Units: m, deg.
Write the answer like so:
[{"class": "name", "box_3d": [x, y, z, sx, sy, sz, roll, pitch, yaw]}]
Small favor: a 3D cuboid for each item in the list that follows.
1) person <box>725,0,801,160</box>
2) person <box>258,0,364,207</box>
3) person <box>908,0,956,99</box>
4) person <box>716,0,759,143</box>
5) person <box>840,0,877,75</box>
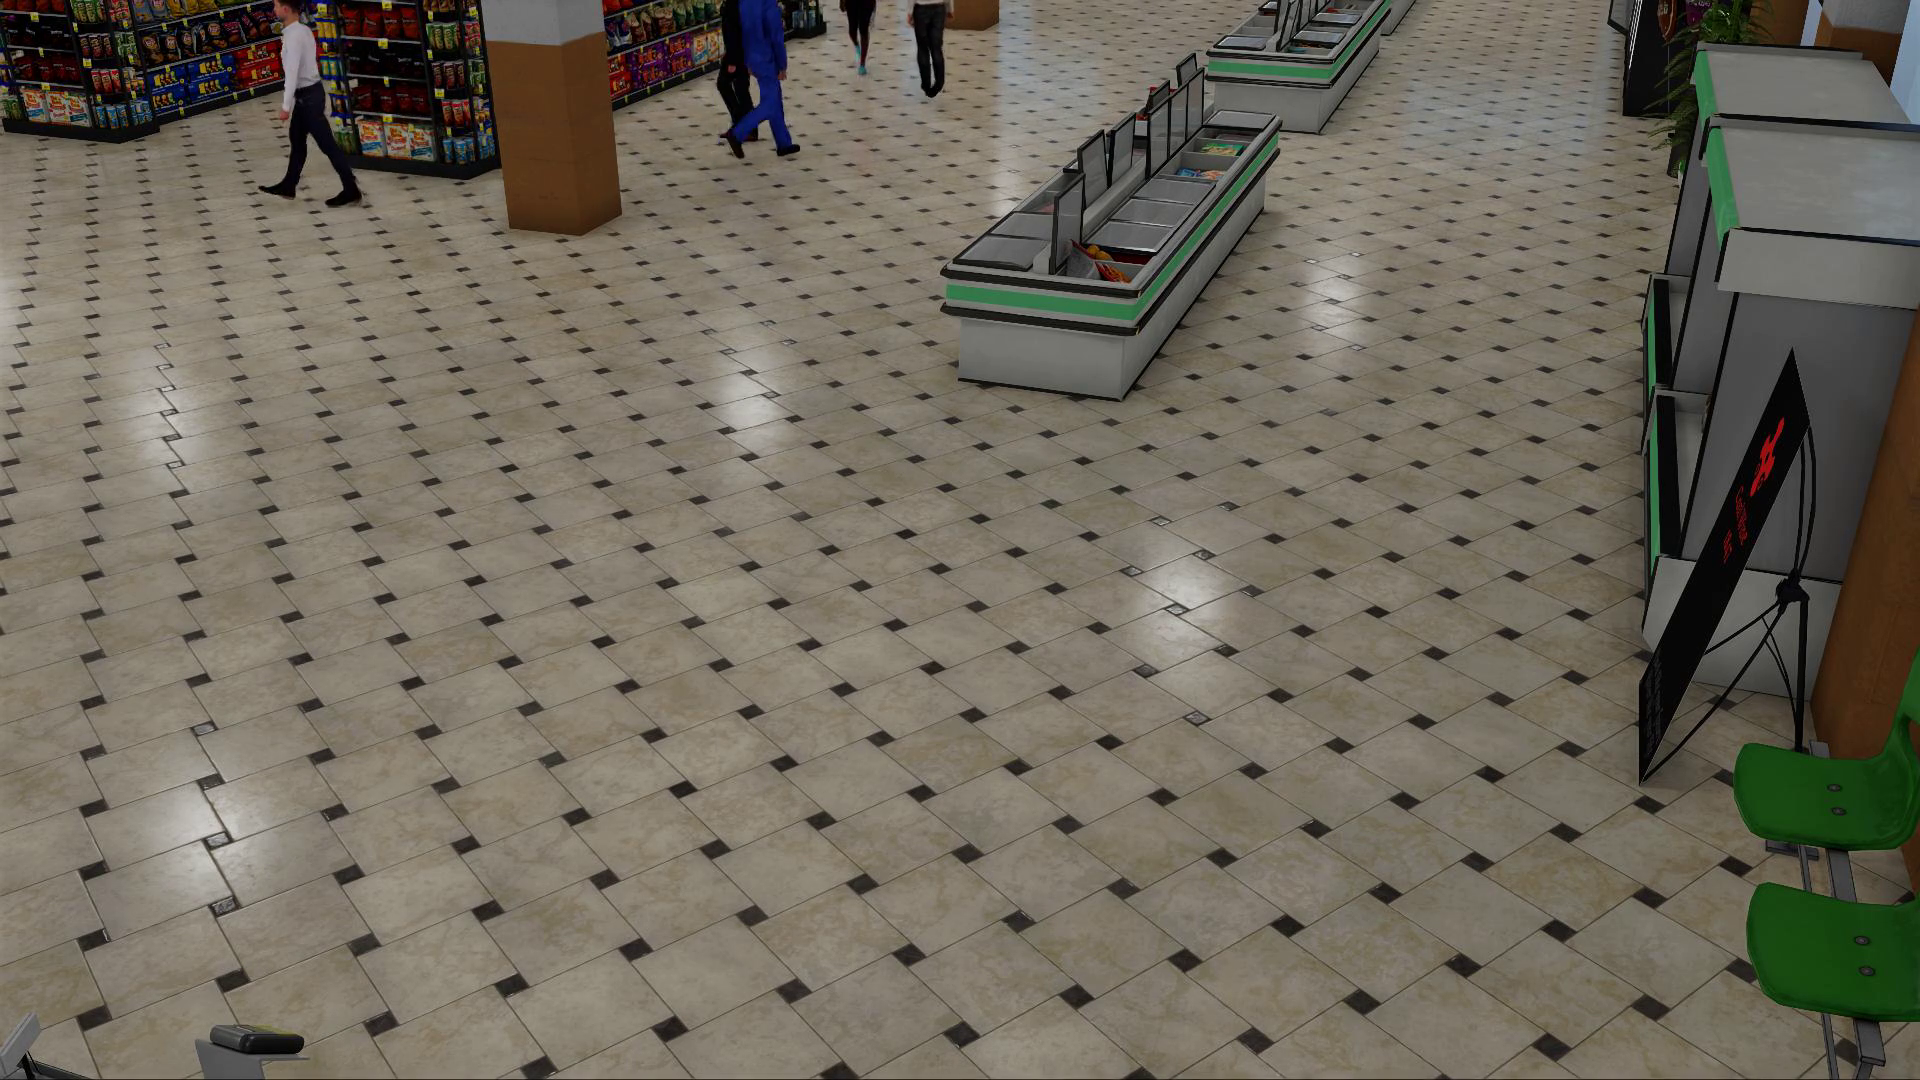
[{"class": "person", "box_3d": [-1.924, -4.477, 15.768, 1.250, 1.779, 1.088, -18, 32, -32]}, {"class": "person", "box_3d": [-5.509, -3.783, 14.328, 1.040, 1.842, 1.144, -4, 27, -9]}, {"class": "person", "box_3d": [-0.312, -5.733, 18.253, 1.029, 1.770, 1.230, -6, 27, -12]}, {"class": "person", "box_3d": [-2.102, -4.799, 16.418, 0.911, 1.765, 0.796, -4, 27, -8]}, {"class": "person", "box_3d": [-1.187, -6.412, 19.675, 0.857, 1.695, 1.126, -4, 27, -7]}]
